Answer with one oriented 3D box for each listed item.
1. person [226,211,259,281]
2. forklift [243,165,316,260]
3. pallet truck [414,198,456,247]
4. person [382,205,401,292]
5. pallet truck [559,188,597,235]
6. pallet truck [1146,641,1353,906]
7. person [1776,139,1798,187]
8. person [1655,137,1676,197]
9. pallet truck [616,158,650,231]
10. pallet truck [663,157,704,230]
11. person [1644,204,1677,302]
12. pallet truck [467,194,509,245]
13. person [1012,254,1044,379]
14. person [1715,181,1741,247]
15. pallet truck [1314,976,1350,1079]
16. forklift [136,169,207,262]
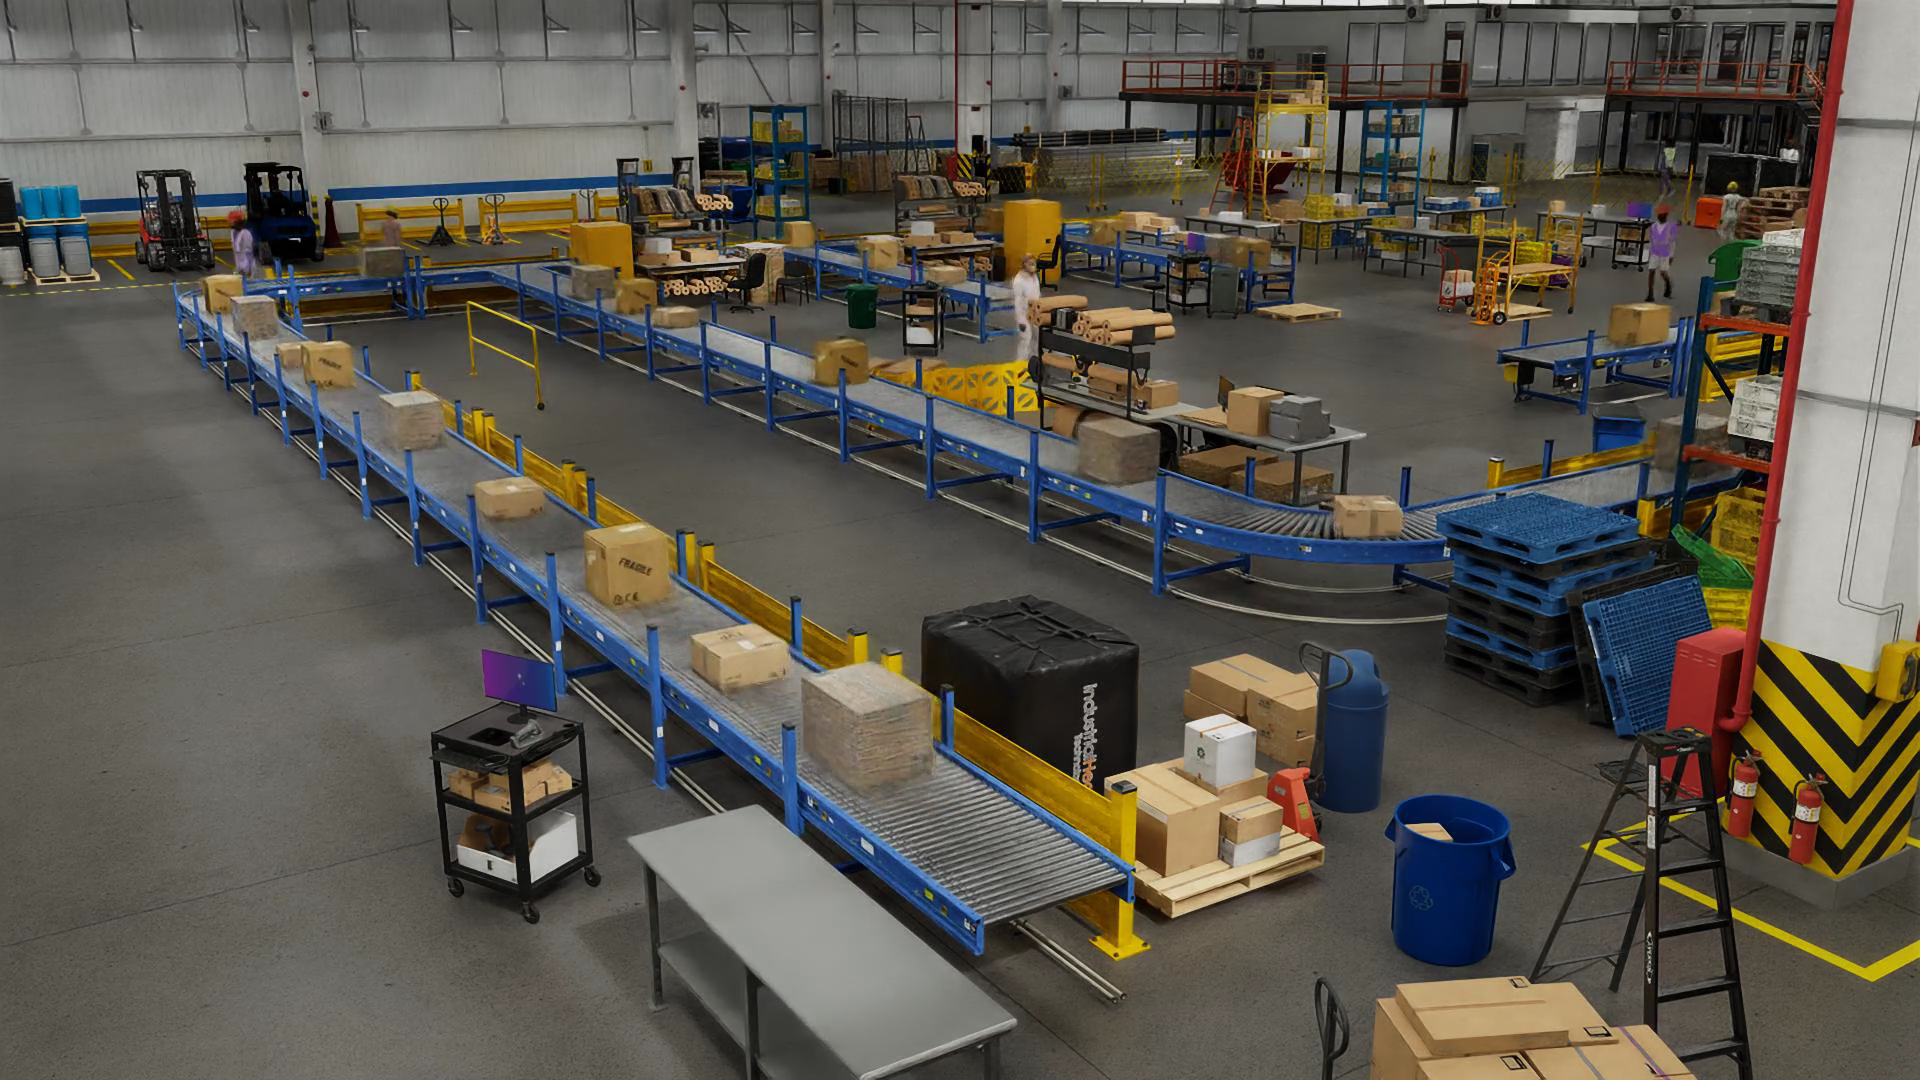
[{"bbox_3d":[-13.202,-5.050,30.568,0.634,1.974,1.054,12,21,35],"label":"person"},{"bbox_3d":[-15.898,-7.669,38.708,1.157,1.987,2.680,-11,20,-33],"label":"forklift"},{"bbox_3d":[-13.250,-8.060,41.856,0.680,1.201,1.601,-10,20,-31],"label":"pallet truck"},{"bbox_3d":[-11.554,-5.982,34.084,0.543,1.735,0.811,8,19,25],"label":"person"},{"bbox_3d":[-10.010,-8.652,43.699,0.653,1.274,1.630,-10,20,-31],"label":"pallet truck"},{"bbox_3d":[1.664,1.407,10.232,1.630,1.274,0.653,-10,20,-31],"label":"pallet truck"},{"bbox_3d":[26.931,-12.107,54.229,0.601,1.863,0.435,16,23,42],"label":"person"},{"bbox_3d":[23.128,-12.188,54.414,0.598,1.918,0.393,-10,19,-29],"label":"person"},{"bbox_3d":[-8.918,-9.176,44.255,0.823,1.965,1.885,-9,19,-27],"label":"pallet truck"},{"bbox_3d":[-7.586,-9.308,44.692,0.823,1.965,1.885,-11,20,-33],"label":"pallet truck"},{"bbox_3d":[13.755,-5.629,32.594,0.553,1.912,0.653,16,23,43],"label":"person"},{"bbox_3d":[-11.983,-8.177,42.137,0.704,1.261,1.522,-11,20,-33],"label":"pallet truck"},{"bbox_3d":[1.049,-3.368,25.115,0.456,1.886,0.666,9,19,28],"label":"person"},{"bbox_3d":[18.434,-7.733,39.909,0.515,1.726,0.430,-5,17,-16],"label":"person"},{"bbox_3d":[2.299,2.390,7.086,1.601,1.201,0.680,-2,17,-7],"label":"pallet truck"},{"bbox_3d":[-17.842,-7.318,37.559,1.157,1.987,2.680,-10,20,-31],"label":"forklift"}]
